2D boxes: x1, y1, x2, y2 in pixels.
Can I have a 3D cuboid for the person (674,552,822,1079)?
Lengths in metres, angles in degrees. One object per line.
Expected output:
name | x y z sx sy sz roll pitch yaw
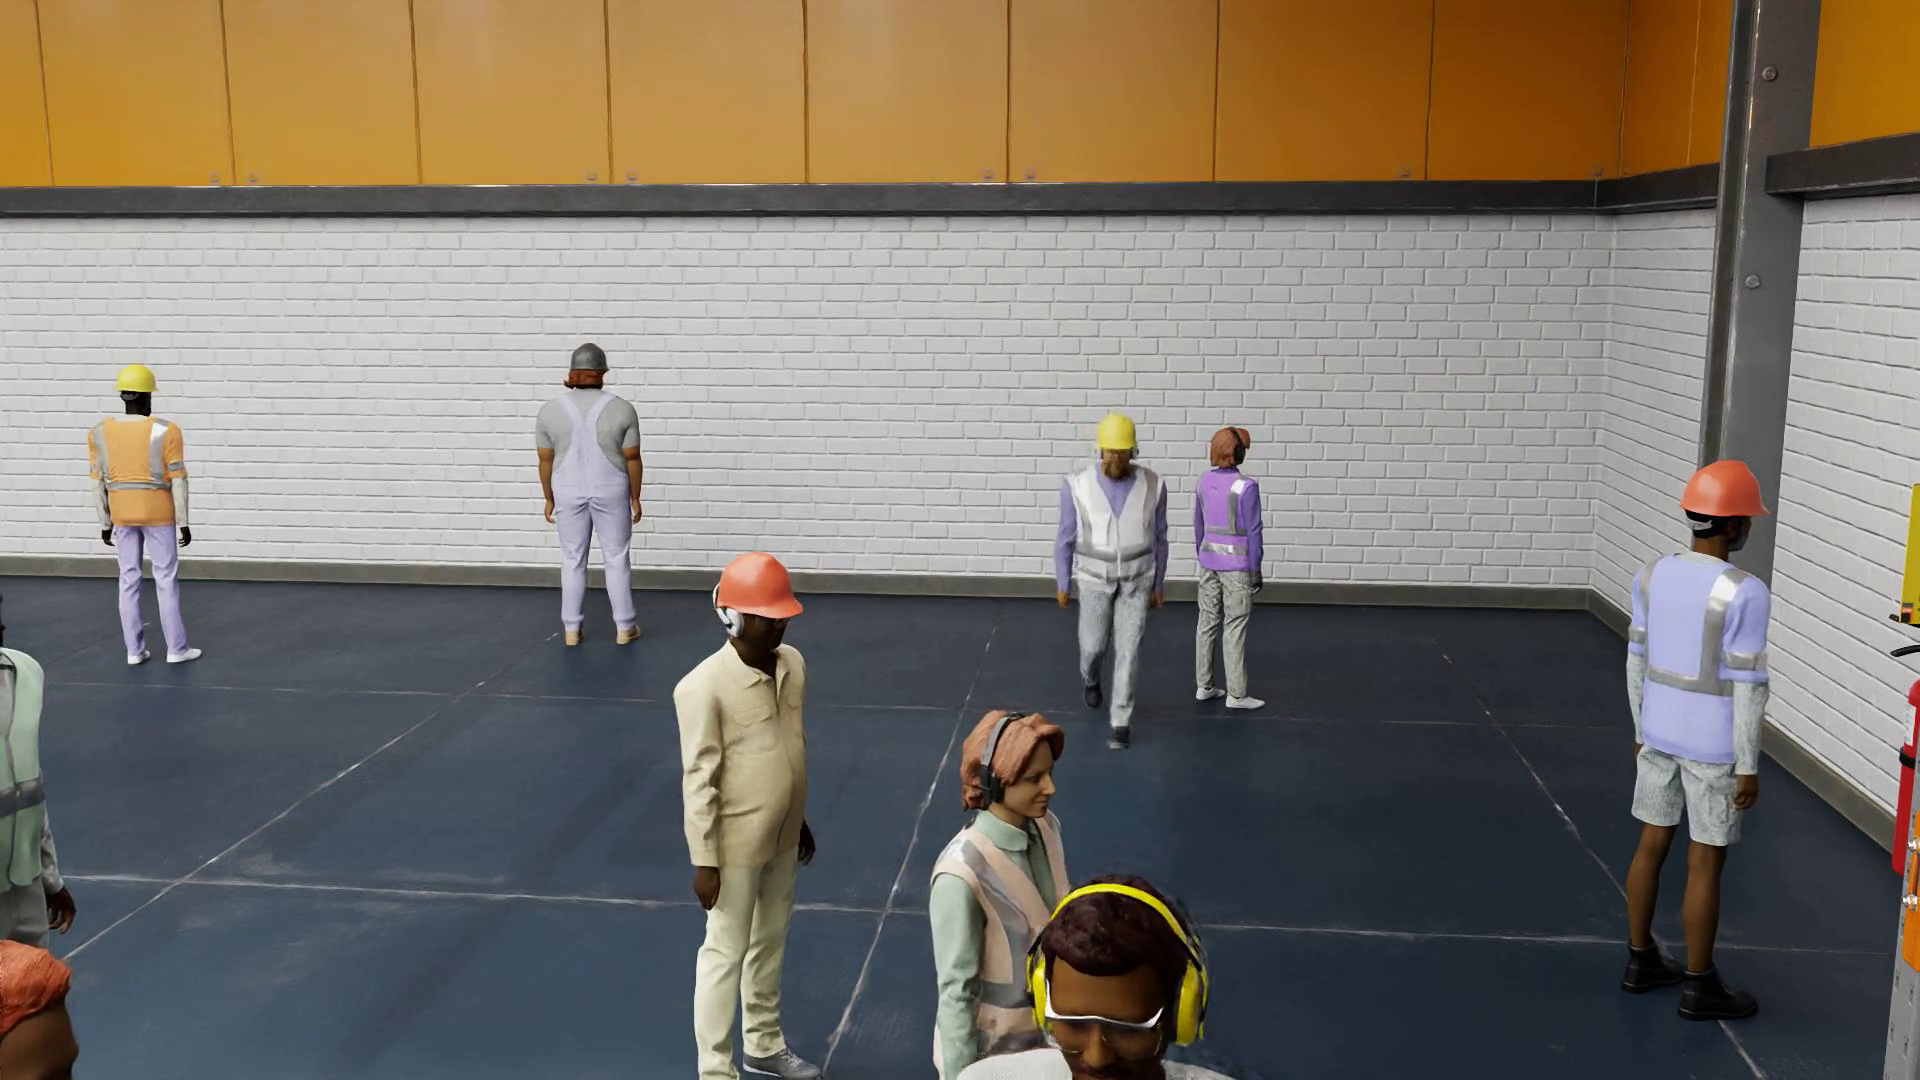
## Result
person | -0.618 0.895 5.110 0.342 1.748 0.573 6 11 29

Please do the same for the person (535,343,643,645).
person | -2.472 -0.315 11.213 0.687 2.000 0.535 -1 10 -4

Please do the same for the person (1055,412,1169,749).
person | 0.820 0.185 9.018 0.609 1.807 0.636 0 10 1

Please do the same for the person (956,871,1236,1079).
person | 0.207 1.345 2.353 0.490 1.809 0.964 3 10 18

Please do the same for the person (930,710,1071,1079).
person | 0.095 1.183 3.790 0.310 1.638 0.522 5 11 26

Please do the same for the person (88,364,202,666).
person | -5.199 -0.151 10.602 0.589 1.927 0.386 0 10 -3

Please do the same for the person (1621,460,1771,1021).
person | 2.567 0.686 5.780 0.377 1.938 0.547 -4 11 -23

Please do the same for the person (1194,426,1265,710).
person | 1.550 0.162 9.623 0.307 1.644 0.512 -7 12 -35

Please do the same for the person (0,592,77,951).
person | -2.568 0.948 4.334 0.377 1.917 0.600 1 10 7

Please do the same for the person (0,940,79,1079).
person | -1.146 1.372 2.006 0.337 1.880 0.584 1 10 4
